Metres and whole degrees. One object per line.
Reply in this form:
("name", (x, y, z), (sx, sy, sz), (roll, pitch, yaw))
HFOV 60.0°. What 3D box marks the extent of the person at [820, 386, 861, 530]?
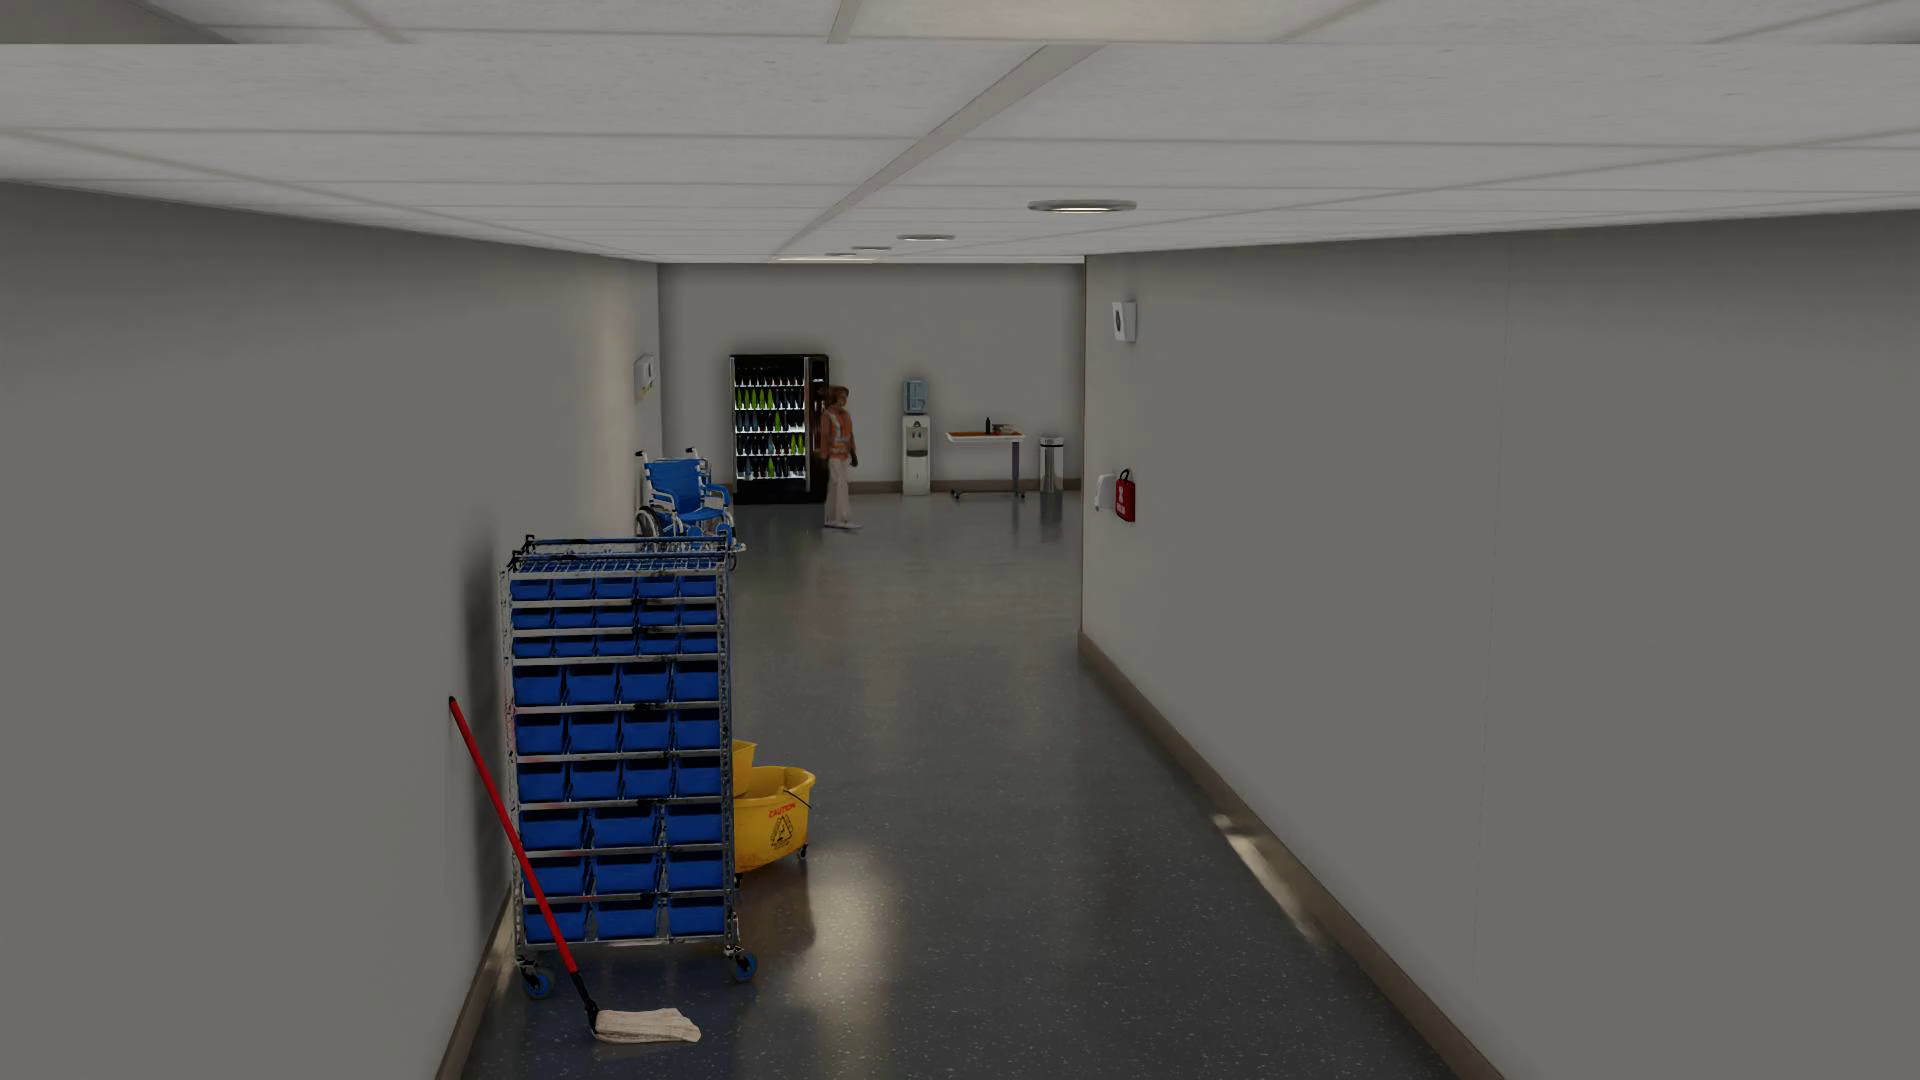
("person", (-1.284, -0.914, 18.709), (0.674, 1.614, 0.540), (4, 10, 25))
